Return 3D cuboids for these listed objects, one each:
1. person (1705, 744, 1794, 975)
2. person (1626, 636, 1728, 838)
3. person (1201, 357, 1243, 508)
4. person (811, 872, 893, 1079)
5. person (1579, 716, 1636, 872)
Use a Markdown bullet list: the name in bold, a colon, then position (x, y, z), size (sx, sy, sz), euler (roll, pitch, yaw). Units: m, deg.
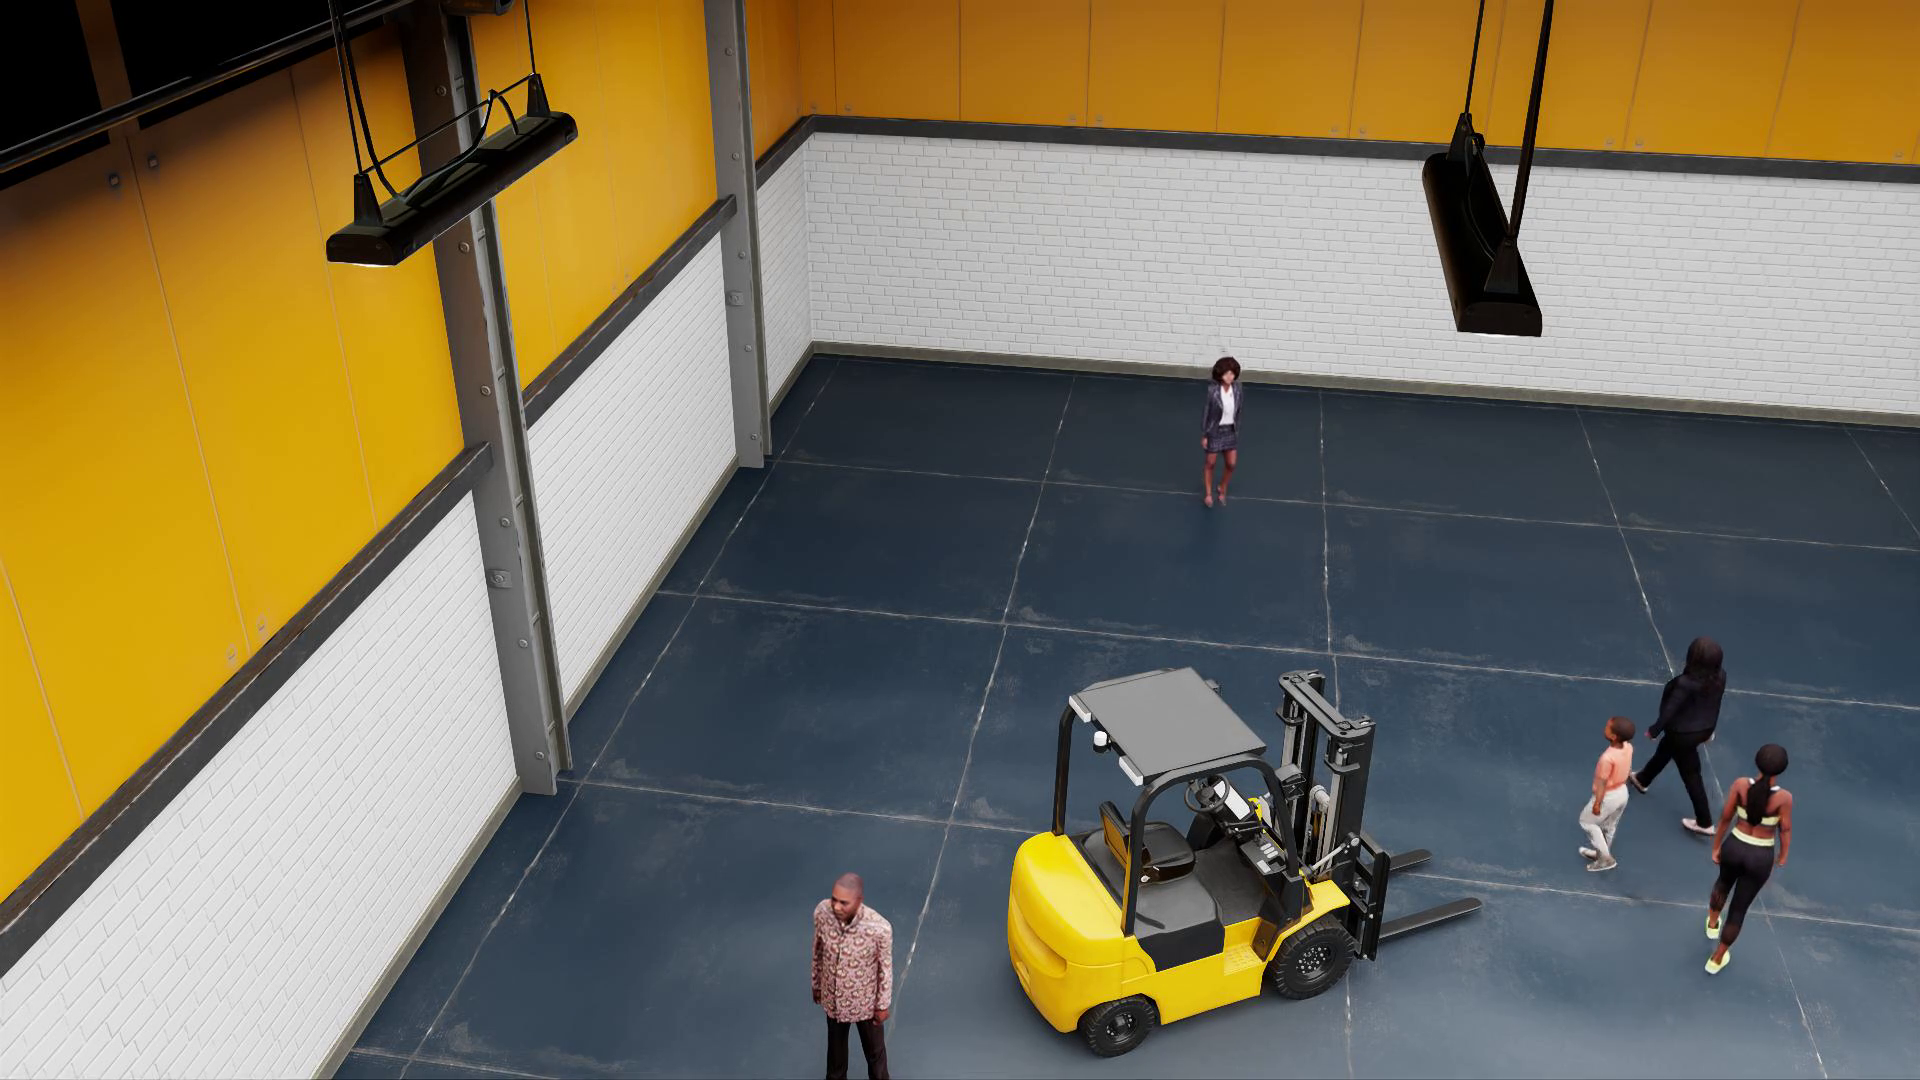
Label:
- **person**: position (5.245, 2.182, 11.147), size (0.810, 1.732, 0.919), euler (24, 37, 37)
- **person**: position (5.558, 1.506, 12.554), size (1.131, 1.572, 1.178), euler (-19, 34, -30)
- **person**: position (2.667, -1.132, 17.267), size (0.706, 1.689, 0.703), euler (-4, 29, -8)
- **person**: position (-0.647, 2.729, 10.065), size (0.722, 1.808, 0.657), euler (11, 30, 19)
- **person**: position (4.797, 1.884, 12.143), size (0.634, 1.303, 0.696), euler (-17, 33, -28)
